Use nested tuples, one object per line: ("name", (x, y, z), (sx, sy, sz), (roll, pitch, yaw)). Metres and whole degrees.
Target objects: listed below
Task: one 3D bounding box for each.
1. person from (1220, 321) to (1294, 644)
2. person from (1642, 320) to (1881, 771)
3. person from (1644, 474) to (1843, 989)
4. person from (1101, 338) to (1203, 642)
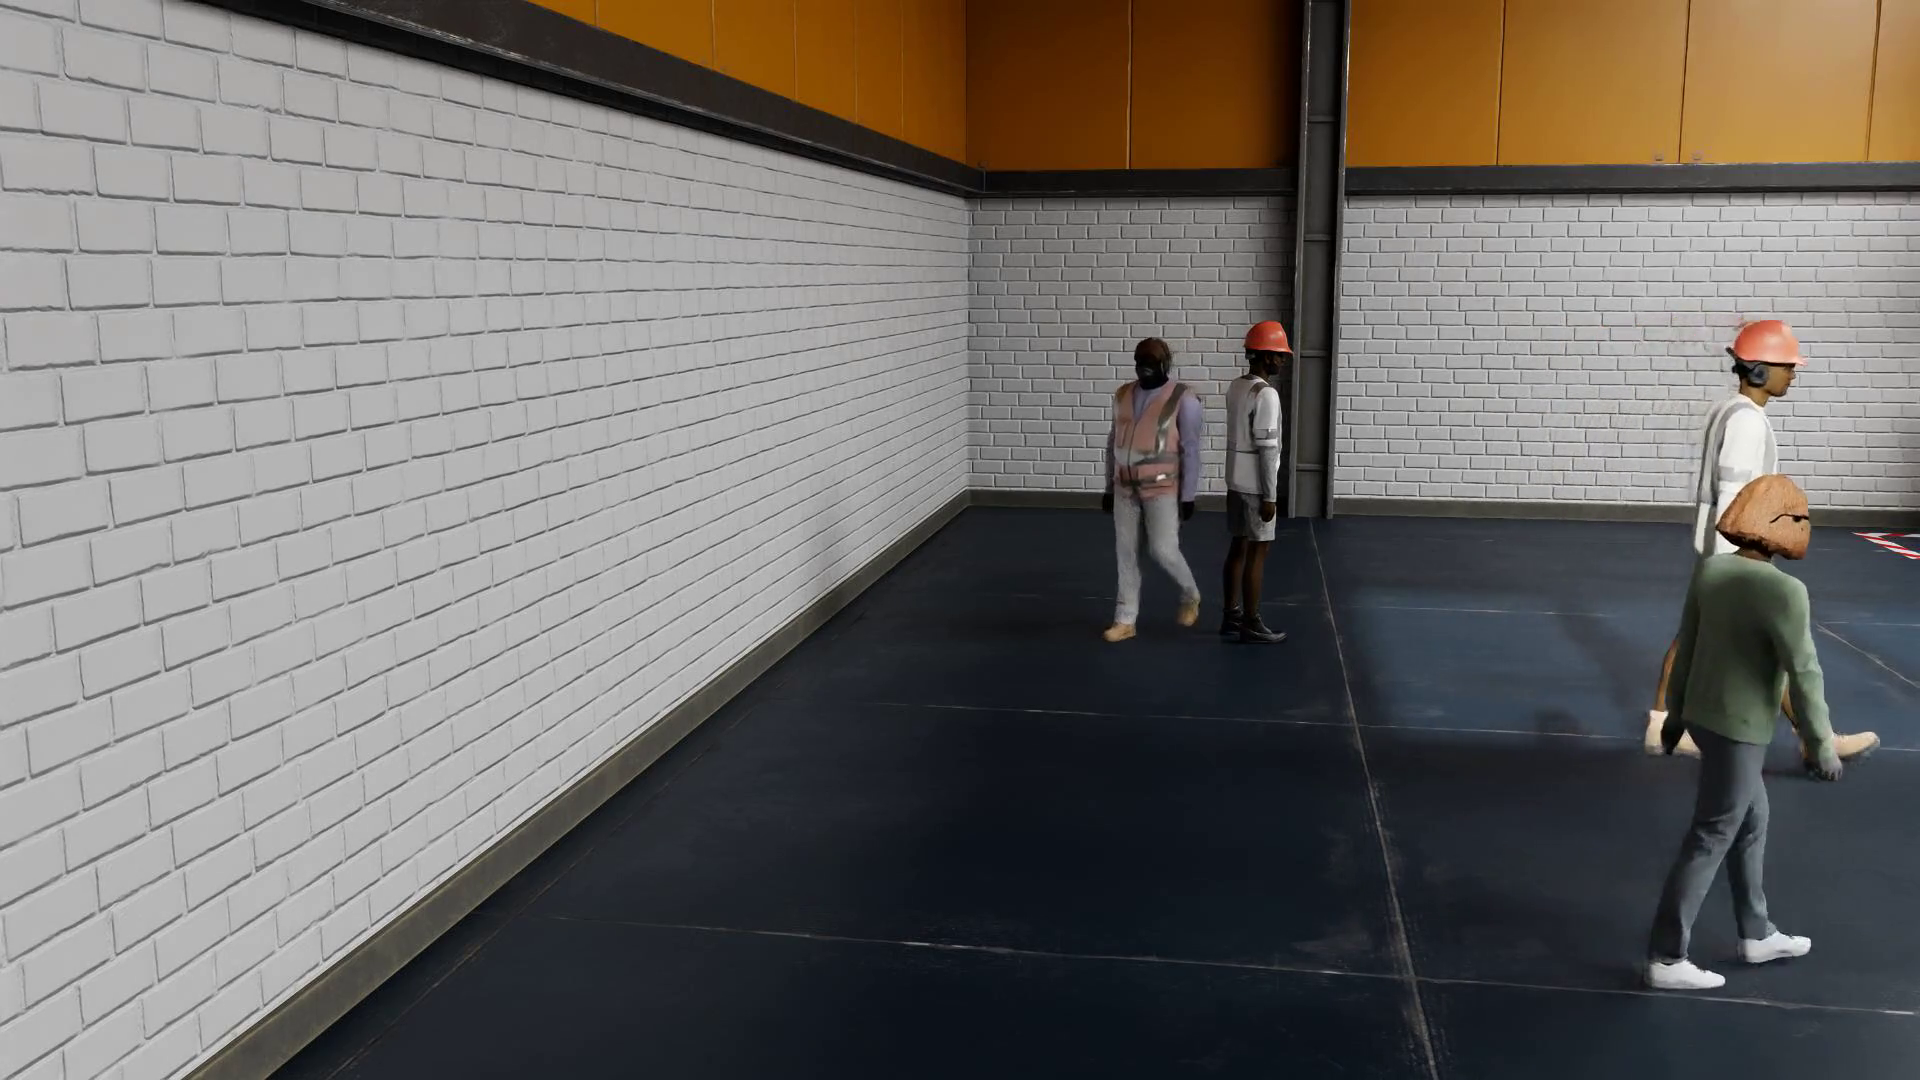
("person", (1.781, -0.335, 9.931), (0.377, 1.930, 0.539), (-2, 9, -15))
("person", (3.588, 0.035, 7.388), (1.002, 1.995, 0.639), (3, 10, 18))
("person", (2.467, 0.600, 5.127), (0.739, 1.603, 0.507), (-1, 9, -3))
("person", (1.147, -0.307, 10.047), (0.648, 1.829, 0.645), (8, 12, 42))
